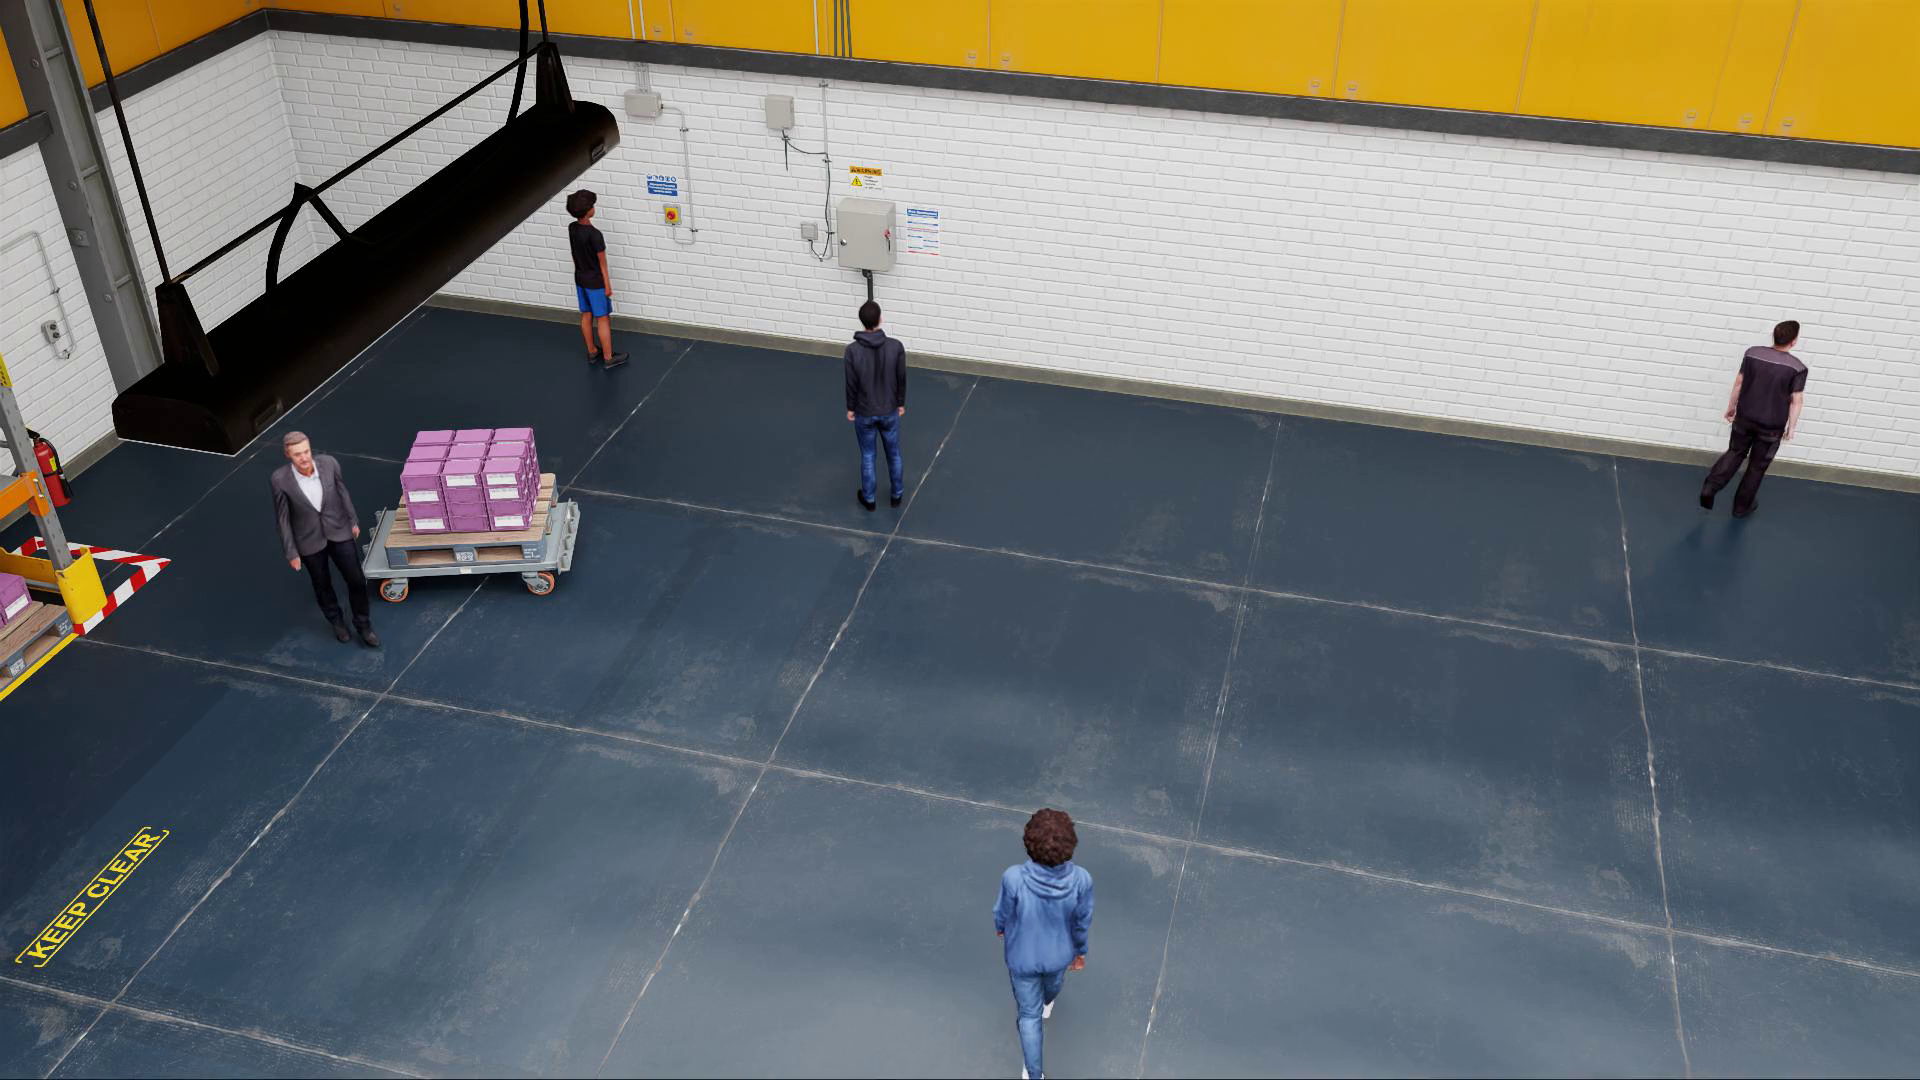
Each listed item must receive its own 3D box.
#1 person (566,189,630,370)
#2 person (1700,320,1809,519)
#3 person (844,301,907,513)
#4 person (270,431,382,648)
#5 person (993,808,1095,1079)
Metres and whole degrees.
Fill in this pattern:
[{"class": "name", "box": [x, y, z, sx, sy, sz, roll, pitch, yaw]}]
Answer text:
[{"class": "person", "box": [-3.578, -2.537, 16.147, 0.673, 1.799, 0.682, 23, 40, 31]}, {"class": "person", "box": [6.564, -0.954, 13.735, 1.049, 1.833, 0.972, -23, 40, -30]}, {"class": "person", "box": [-0.699, -1.102, 13.905, 0.757, 1.890, 0.751, -8, 34, -12]}, {"class": "person", "box": [-4.775, -0.058, 12.393, 0.933, 1.826, 1.001, -21, 39, -28]}, {"class": "person", "box": [0.436, 2.254, 8.964, 0.970, 1.770, 1.234, -4, 34, -6]}]
